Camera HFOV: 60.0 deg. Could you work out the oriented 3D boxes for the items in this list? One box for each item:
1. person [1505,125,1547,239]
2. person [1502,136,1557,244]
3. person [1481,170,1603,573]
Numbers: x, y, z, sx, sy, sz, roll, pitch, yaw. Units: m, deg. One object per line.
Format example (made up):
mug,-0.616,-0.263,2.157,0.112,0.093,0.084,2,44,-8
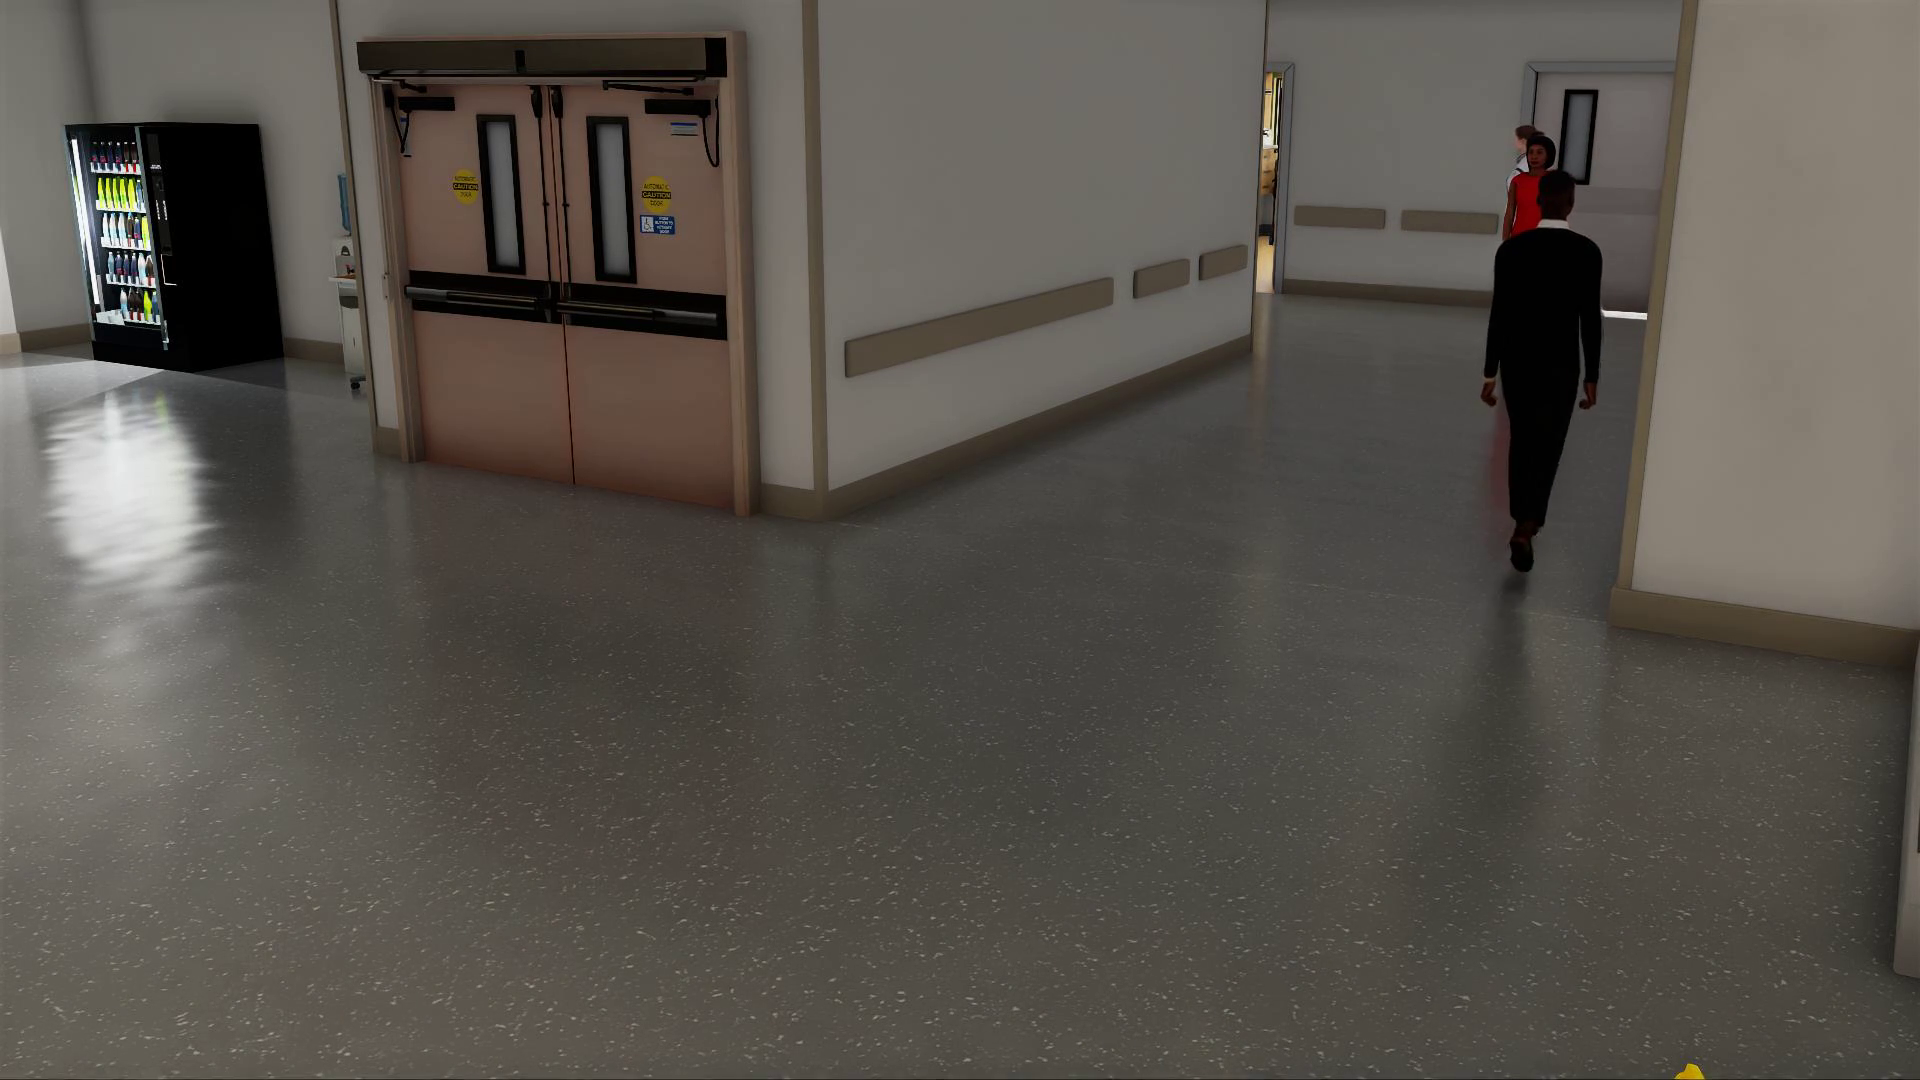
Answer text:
person,5.197,-2.941,15.402,0.555,1.752,0.572,10,19,33
person,4.486,-2.278,13.065,0.438,1.743,0.643,8,18,26
person,2.627,-0.742,7.556,1.145,1.777,0.788,7,17,25
